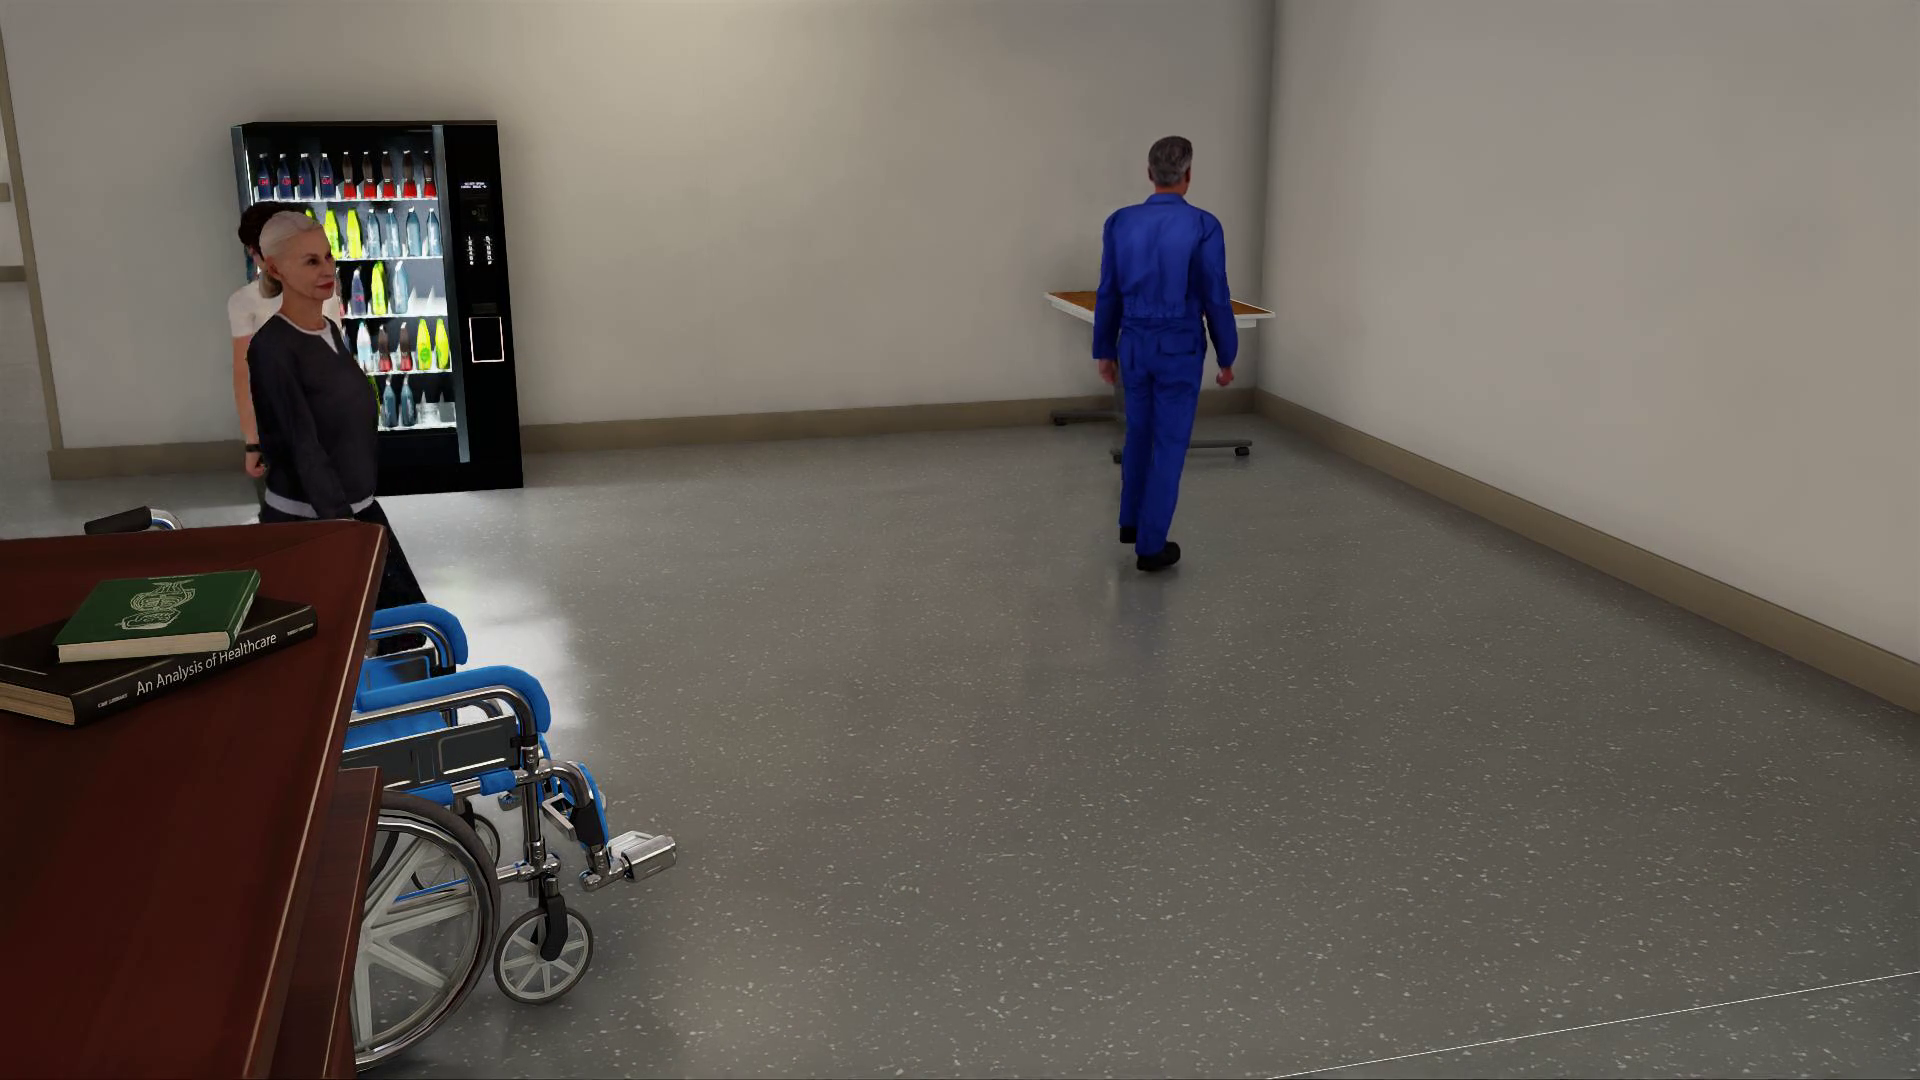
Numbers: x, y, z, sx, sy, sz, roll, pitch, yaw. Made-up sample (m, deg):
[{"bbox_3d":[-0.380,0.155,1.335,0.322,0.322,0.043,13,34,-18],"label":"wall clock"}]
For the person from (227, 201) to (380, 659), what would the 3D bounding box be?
[{"bbox_3d":[-2.313,-0.352,5.903,1.055,1.634,0.962,-15,21,-42],"label":"person"}]

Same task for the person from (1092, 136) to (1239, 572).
[{"bbox_3d":[0.811,-0.755,7.001,0.877,1.813,0.924,10,19,33],"label":"person"}]

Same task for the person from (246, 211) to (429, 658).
[{"bbox_3d":[-1.913,-0.079,4.799,0.781,1.707,0.740,2,16,7],"label":"person"}]
